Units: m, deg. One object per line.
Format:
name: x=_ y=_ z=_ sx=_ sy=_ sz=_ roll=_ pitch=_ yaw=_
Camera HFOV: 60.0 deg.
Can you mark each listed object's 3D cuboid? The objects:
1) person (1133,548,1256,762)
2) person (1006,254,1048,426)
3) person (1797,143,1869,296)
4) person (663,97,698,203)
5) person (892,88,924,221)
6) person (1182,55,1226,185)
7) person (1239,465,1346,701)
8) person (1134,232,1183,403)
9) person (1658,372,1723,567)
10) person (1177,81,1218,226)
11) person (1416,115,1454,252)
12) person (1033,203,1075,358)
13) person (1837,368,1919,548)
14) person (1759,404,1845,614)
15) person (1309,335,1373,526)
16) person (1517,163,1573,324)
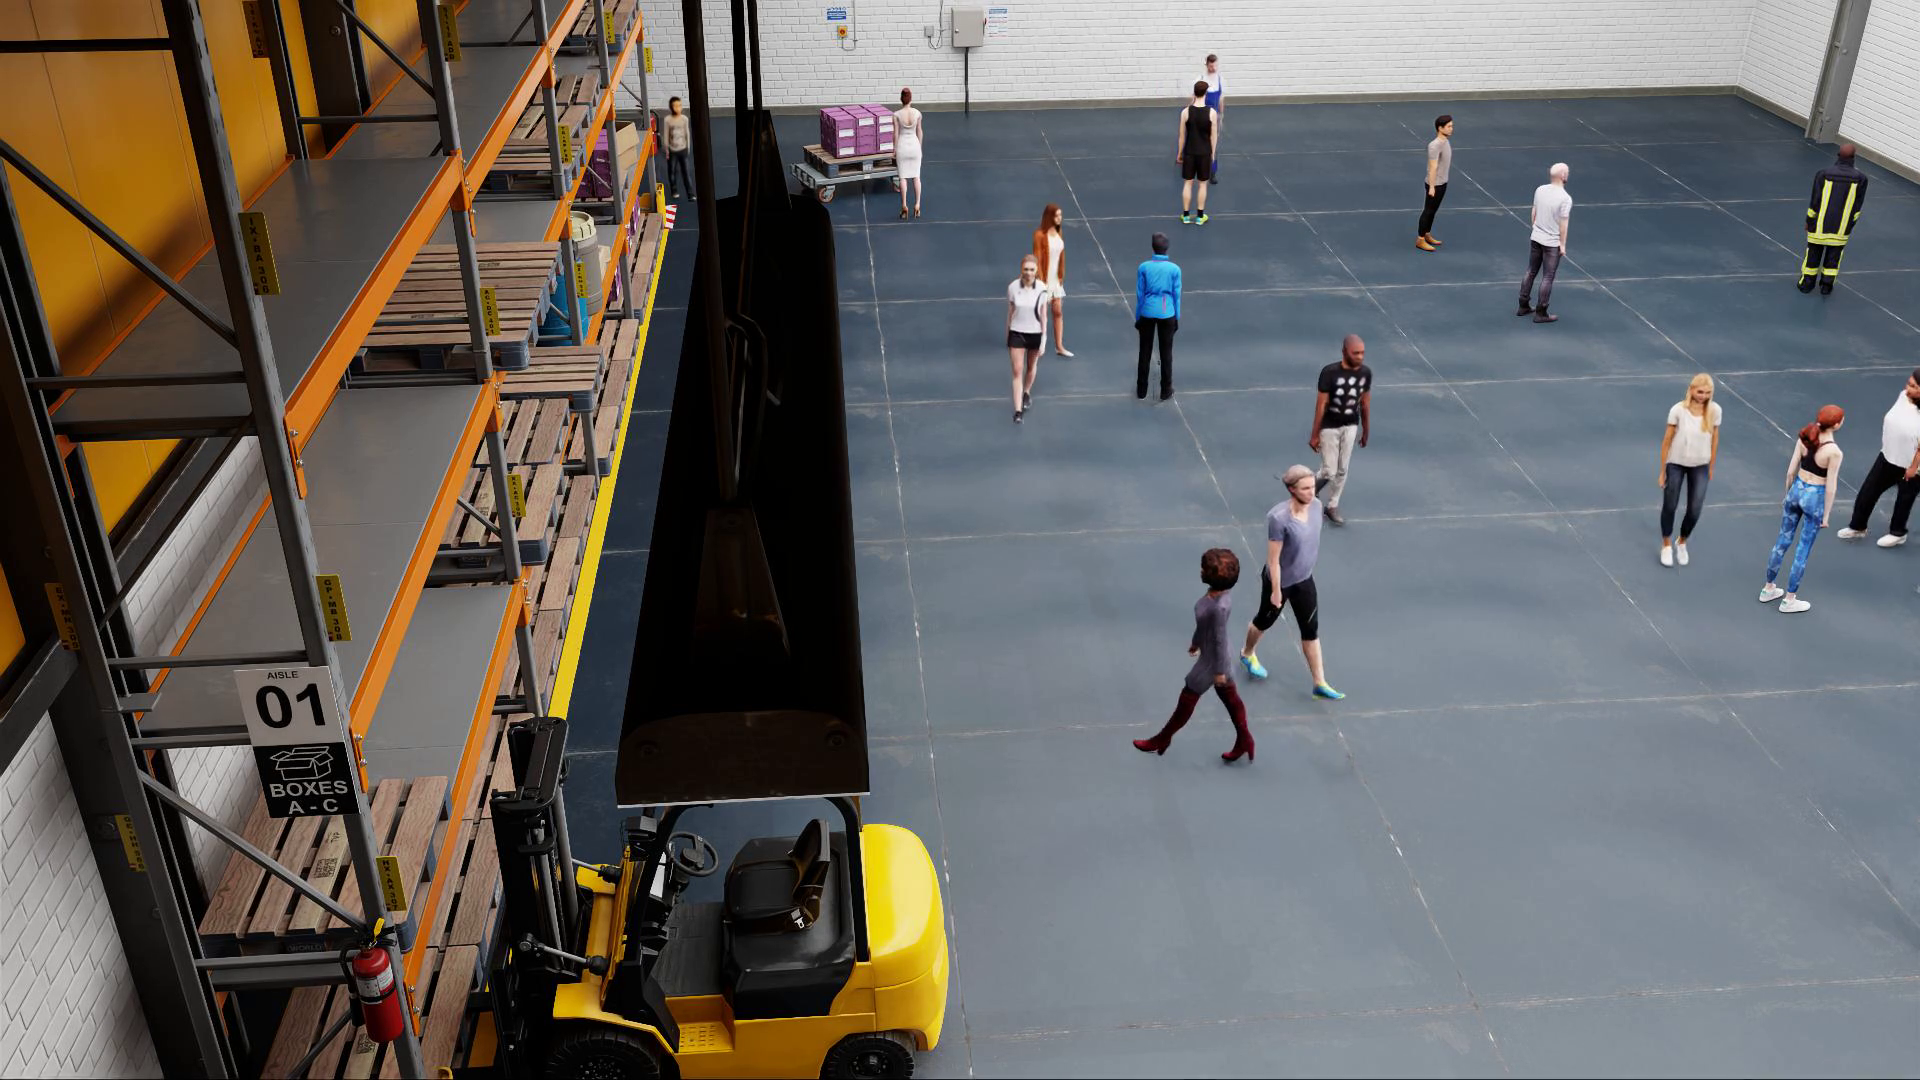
person: x=1.840 y=0.848 z=11.475 sx=0.820 sy=1.668 sz=1.071 roll=3 pitch=29 yaw=6
person: x=0.682 y=-2.065 z=16.779 sx=0.622 sy=1.702 sz=1.135 roll=1 pitch=29 yaw=1
person: x=10.462 y=-3.862 z=19.950 sx=0.854 sy=1.822 sz=0.849 roll=11 pitch=31 yaw=20
person: x=-3.996 y=-5.476 z=23.315 sx=0.779 sy=1.431 sz=1.042 roll=-12 pitch=31 yaw=-21
person: x=-0.704 y=-5.230 z=22.490 sx=0.592 sy=1.791 sz=0.507 roll=-5 pitch=29 yaw=-10
person: x=3.534 y=-6.142 z=24.135 sx=0.830 sy=1.815 sz=1.244 roll=-9 pitch=30 yaw=-16
person: x=2.368 y=0.281 z=12.340 sx=1.042 sy=1.834 sz=1.310 roll=-16 pitch=32 yaw=-27
person: x=2.022 y=-2.295 z=17.102 sx=0.662 sy=1.797 sz=0.610 roll=5 pitch=29 yaw=8
person: x=6.116 y=-0.635 z=14.065 sx=0.704 sy=1.791 sz=0.697 roll=5 pitch=29 yaw=9
person: x=3.185 y=-5.188 z=22.315 sx=0.748 sy=1.885 sz=0.718 roll=8 pitch=30 yaw=14
person: x=6.146 y=-4.632 z=21.465 sx=0.745 sy=1.722 sz=0.659 roll=17 pitch=33 yaw=29
person: x=0.865 y=-2.866 z=18.265 sx=1.020 sy=1.687 sz=1.187 roll=-22 pitch=36 yaw=-35
person: x=8.194 y=-0.711 z=14.332 sx=0.796 sy=1.670 sz=0.772 roll=-7 pitch=29 yaw=-13
person: x=6.811 y=-0.265 z=13.394 sx=0.703 sy=1.784 sz=0.600 roll=-13 pitch=31 yaw=-23
person: x=3.312 y=-1.004 z=14.744 sx=0.728 sy=1.789 sz=0.726 roll=-7 pitch=29 yaw=-12
person: x=6.756 y=-3.440 z=19.166 sx=0.799 sy=1.831 sz=0.645 roll=-13 pitch=31 yaw=-23
